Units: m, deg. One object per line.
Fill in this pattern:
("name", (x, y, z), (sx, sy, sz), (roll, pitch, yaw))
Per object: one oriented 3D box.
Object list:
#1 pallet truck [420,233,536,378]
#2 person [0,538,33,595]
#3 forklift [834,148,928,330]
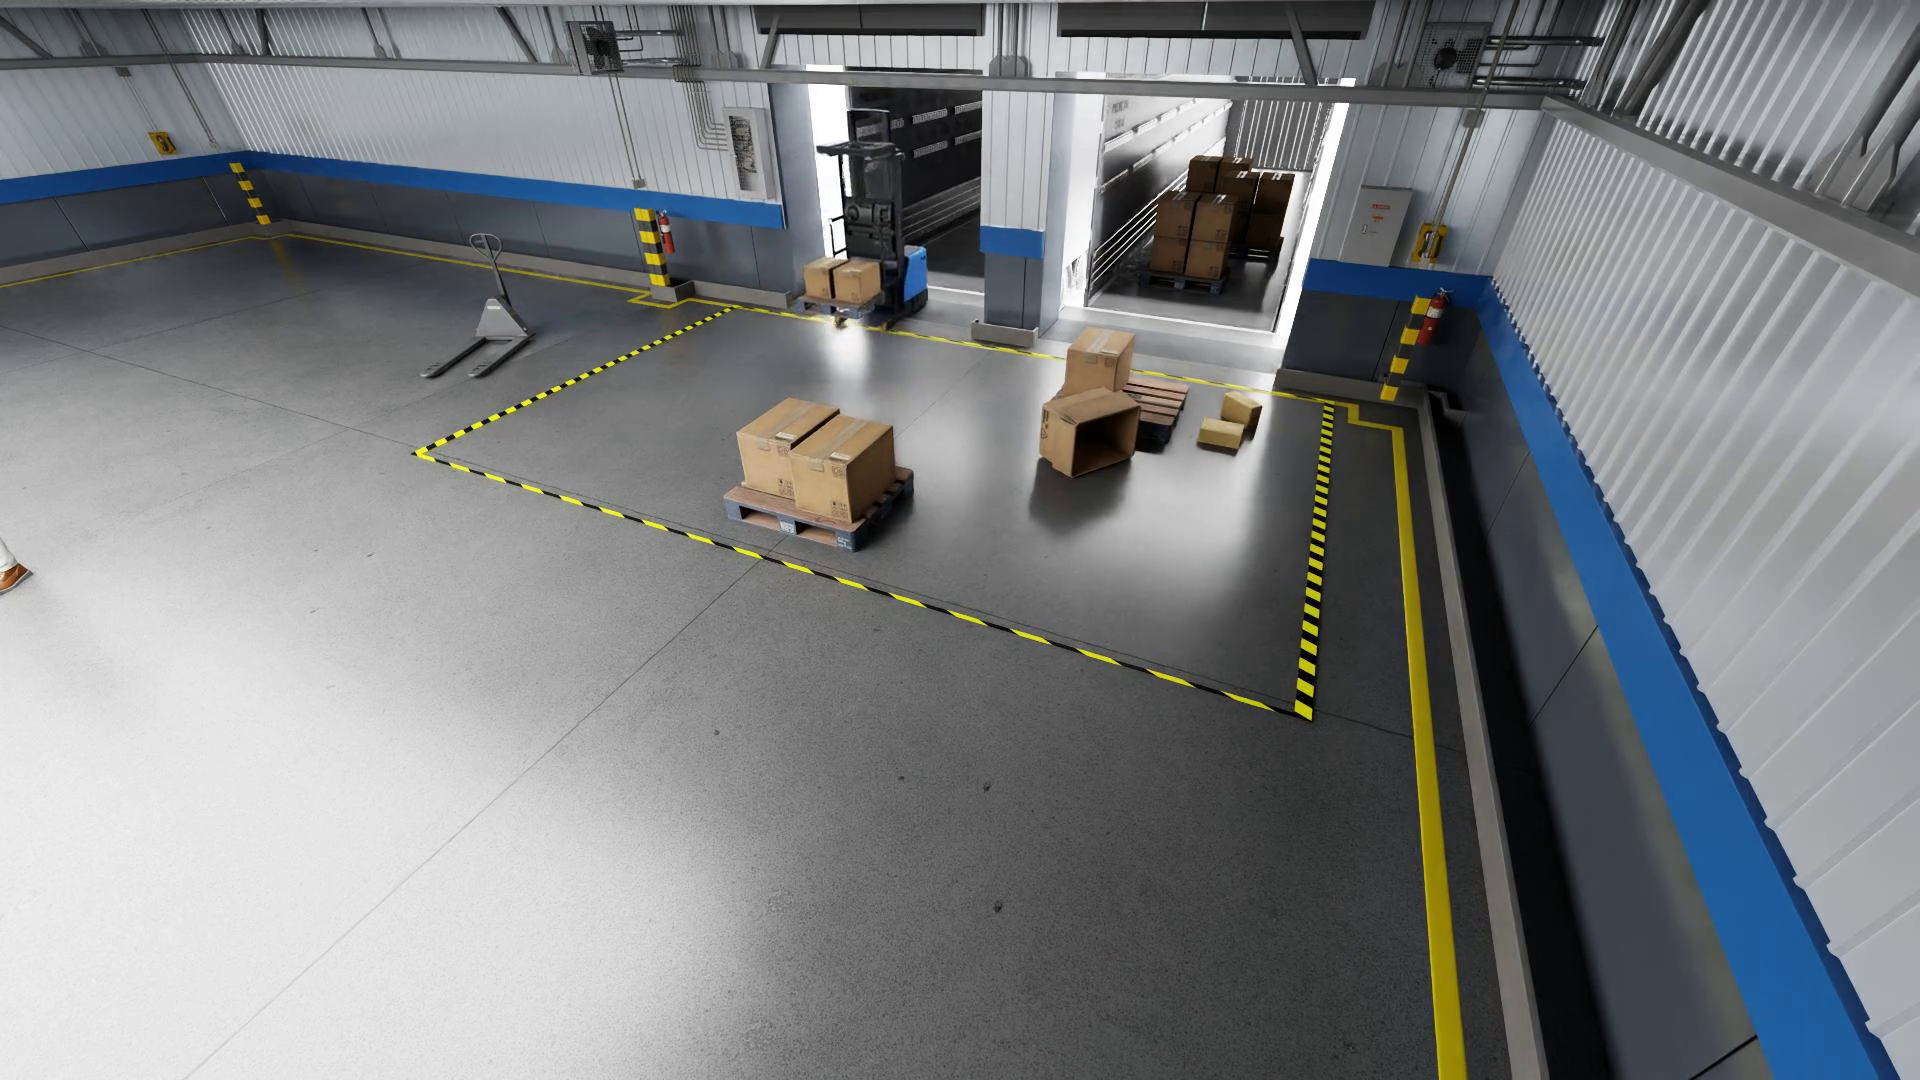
("pallet truck", (-5.664, -2.712, 8.427), (0.680, 1.201, 1.601), (0, 35, -1))
("person", (-6.880, -0.459, 4.654), (0.616, 1.945, 0.391), (0, 35, 0))
("forklift", (-0.942, -4.015, 9.566), (0.716, 2.013, 0.776), (14, 38, 19))
